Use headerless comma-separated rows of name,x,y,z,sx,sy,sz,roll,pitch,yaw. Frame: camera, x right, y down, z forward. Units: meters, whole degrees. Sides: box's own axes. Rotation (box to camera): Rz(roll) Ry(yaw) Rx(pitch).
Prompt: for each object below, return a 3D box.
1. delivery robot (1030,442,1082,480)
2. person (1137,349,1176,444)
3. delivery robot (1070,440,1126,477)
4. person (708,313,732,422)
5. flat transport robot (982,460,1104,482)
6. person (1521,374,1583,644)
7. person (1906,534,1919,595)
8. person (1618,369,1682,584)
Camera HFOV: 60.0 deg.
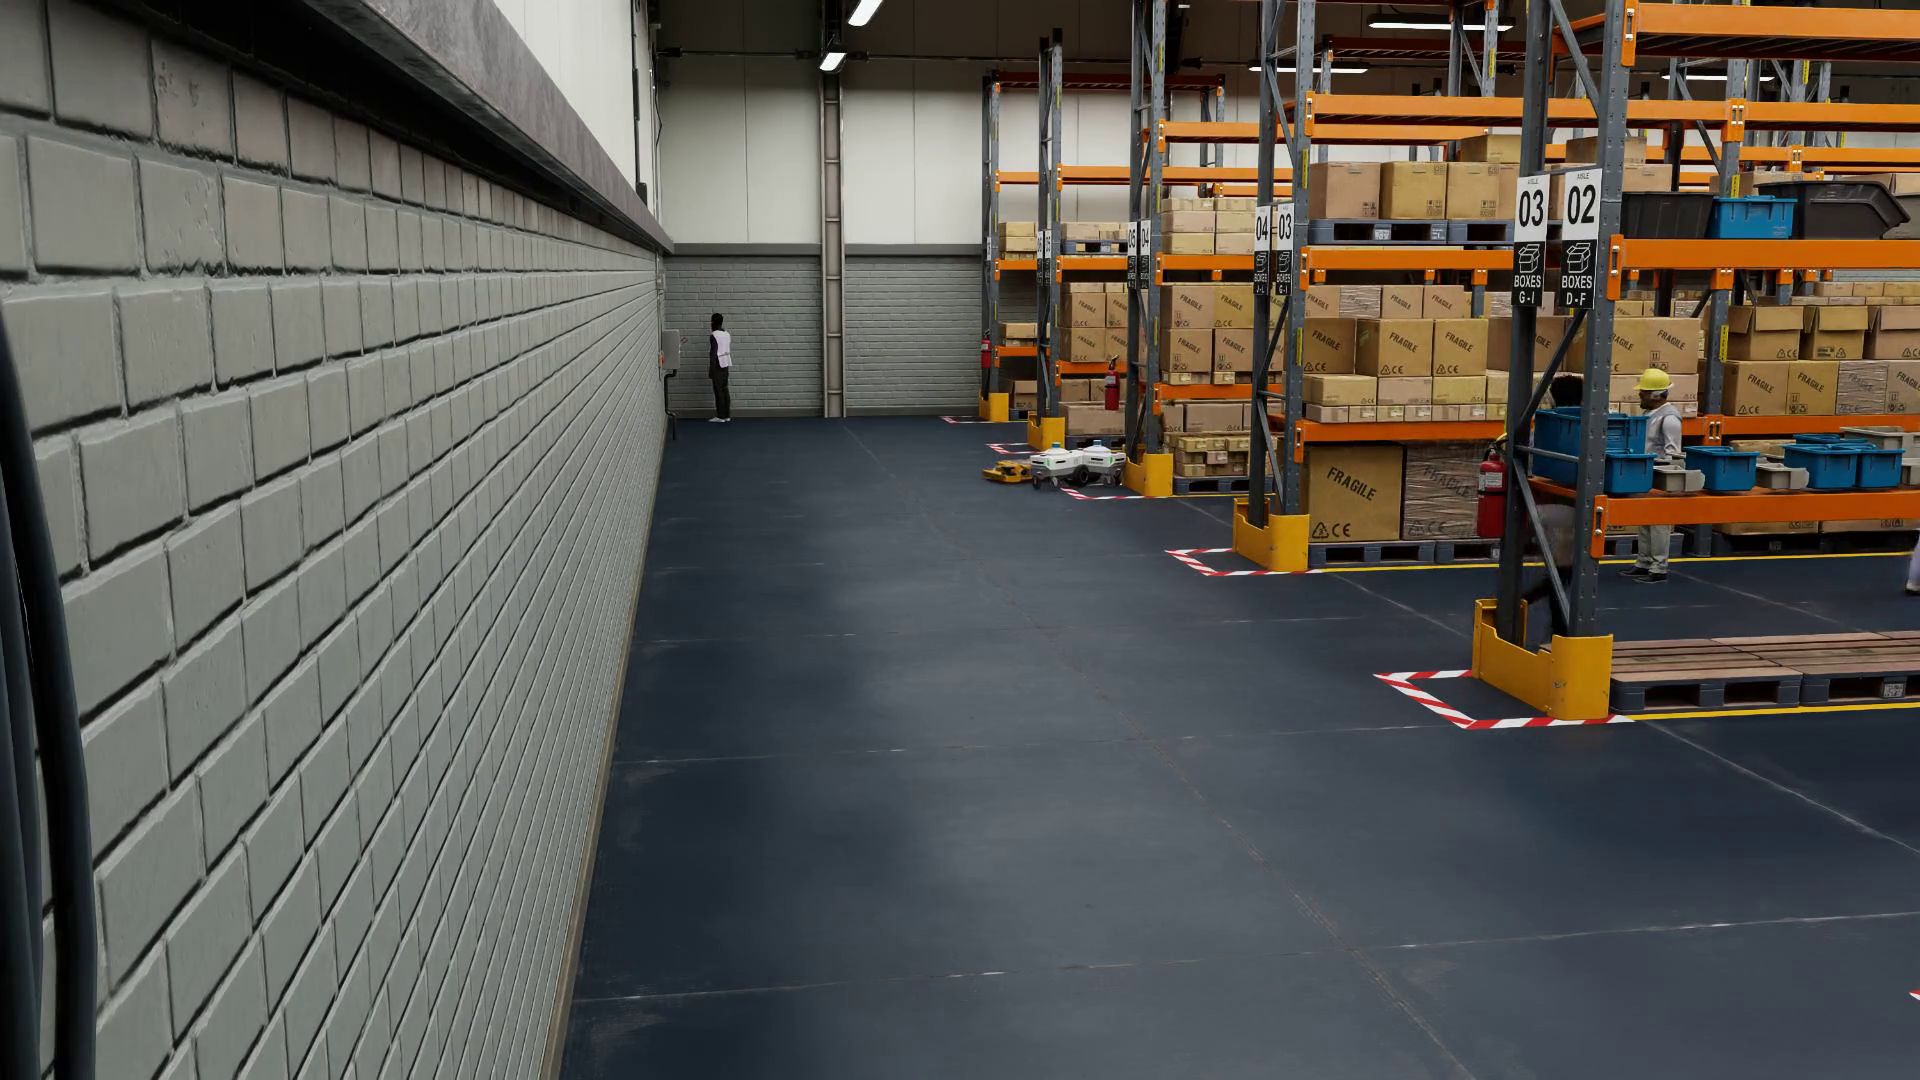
delivery robot,1.170,-0.944,20.252,0.477,0.478,0.707,8,12,42
person,2.844,-2.097,23.550,0.997,1.879,0.573,-4,10,-22
delivery robot,1.694,-0.990,20.537,0.707,0.478,0.477,8,12,41
person,-4.208,-3.023,29.210,0.389,1.912,0.592,3,10,18
flat transport robot,1.065,-0.902,21.153,1.431,0.197,0.652,-4,10,-26
person,4.089,-0.179,11.543,0.748,1.948,0.607,-2,9,-12
person,8.123,-0.395,13.564,0.911,1.714,0.538,-4,10,-24
person,5.866,-0.538,14.117,0.403,1.827,0.601,0,9,0
